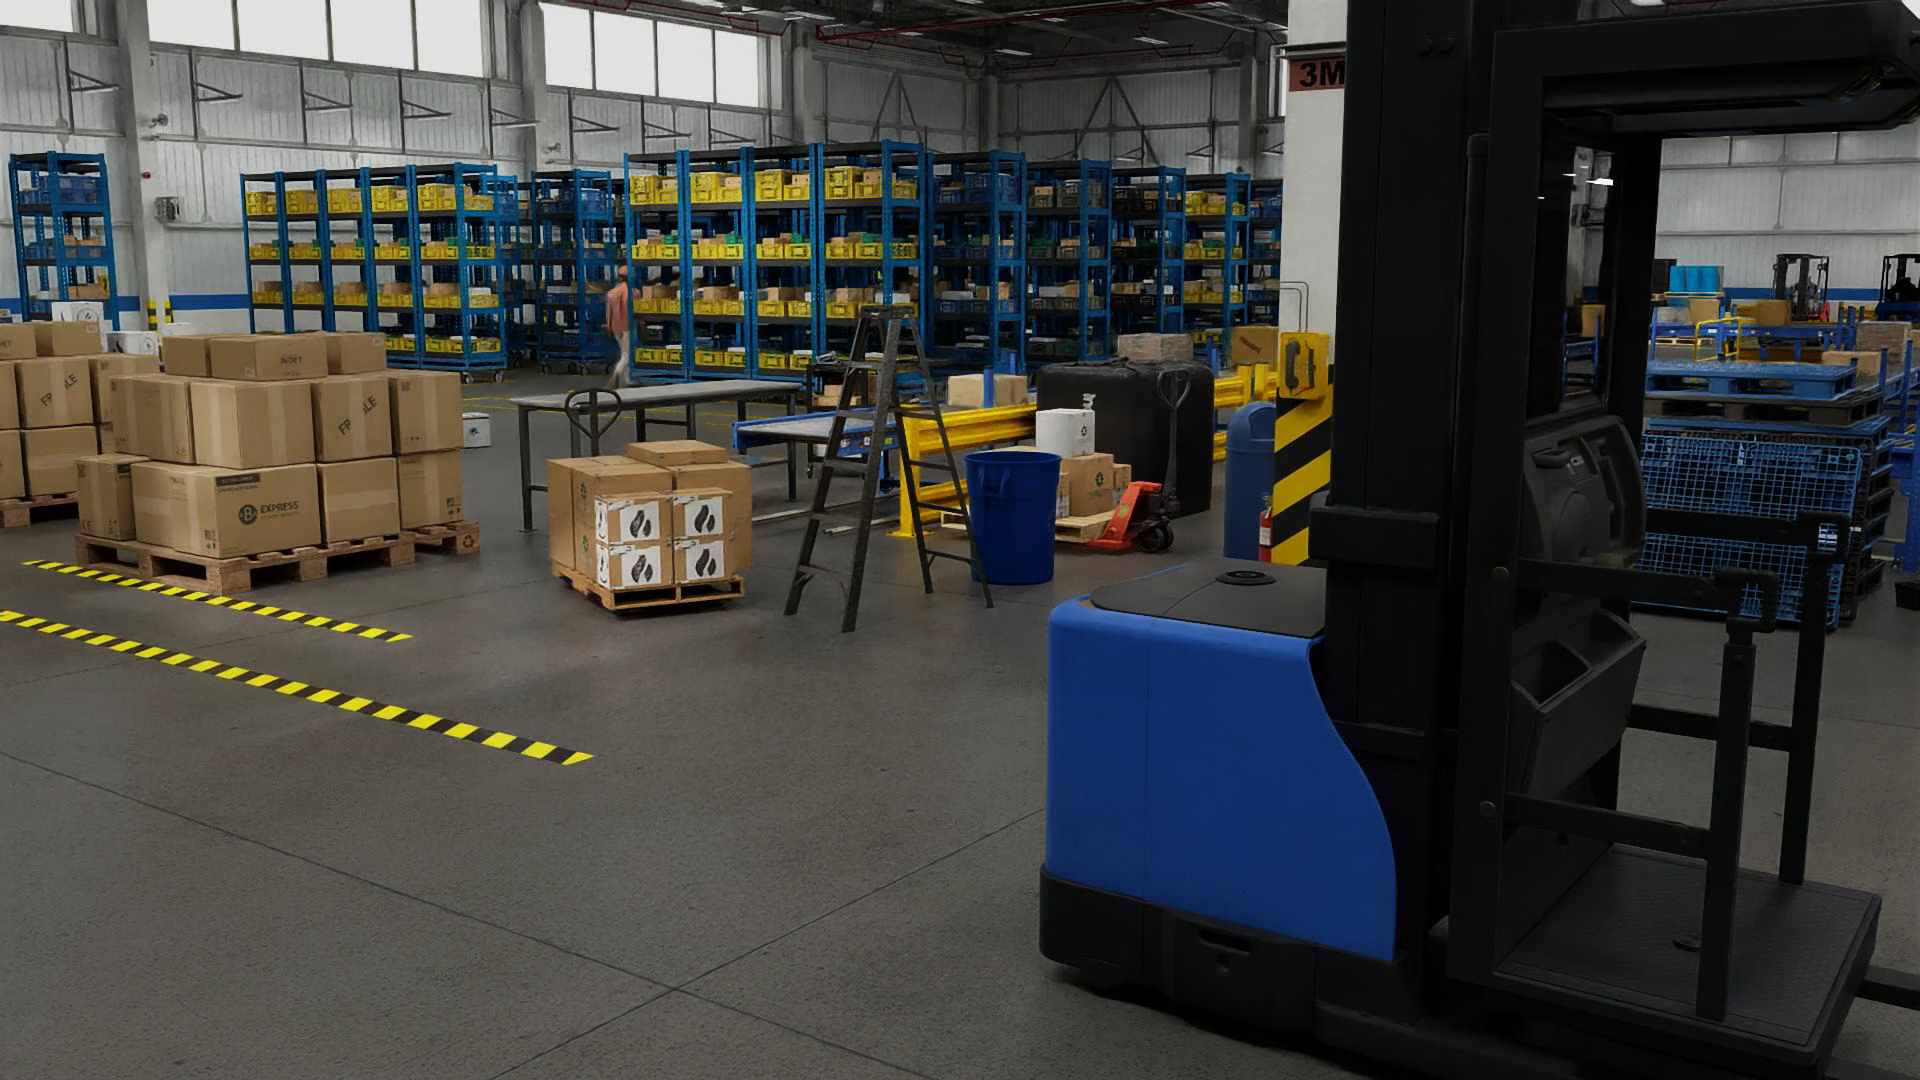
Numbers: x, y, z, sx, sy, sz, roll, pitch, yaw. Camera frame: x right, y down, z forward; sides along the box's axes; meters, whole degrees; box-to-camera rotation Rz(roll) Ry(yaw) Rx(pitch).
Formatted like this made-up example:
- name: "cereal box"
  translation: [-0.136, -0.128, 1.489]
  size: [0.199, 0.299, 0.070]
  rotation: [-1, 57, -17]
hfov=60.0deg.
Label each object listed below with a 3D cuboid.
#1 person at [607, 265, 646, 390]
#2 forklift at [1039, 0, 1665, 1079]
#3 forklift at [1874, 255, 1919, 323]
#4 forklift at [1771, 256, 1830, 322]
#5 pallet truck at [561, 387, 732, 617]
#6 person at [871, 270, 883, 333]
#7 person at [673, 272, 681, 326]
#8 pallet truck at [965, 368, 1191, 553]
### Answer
- name: "person"
  translation: [-5.249, -3.299, 25.927]
  size: [0.632, 1.964, 0.867]
  rotation: [3, 10, 20]
- name: "forklift"
  translation: [1.249, -0.137, 4.360]
  size: [1.873, 2.768, 1.129]
  rotation: [7, 12, 35]
- name: "forklift"
  translation: [22.089, -5.634, 38.796]
  size: [1.157, 1.987, 2.680]
  rotation: [6, 11, 33]
- name: "forklift"
  translation: [20.253, -5.854, 40.139]
  size: [1.157, 1.987, 2.680]
  rotation: [7, 12, 35]
- name: "pallet truck"
  translation: [-1.981, -0.274, 10.088]
  size: [0.680, 1.201, 1.601]
  rotation: [-5, 11, -28]
- name: "person"
  translation: [-1.692, -4.521, 33.582]
  size: [0.404, 1.830, 0.602]
  rotation: [1, 10, 6]
- name: "person"
  translation: [-5.738, -4.529, 33.691]
  size: [0.842, 1.816, 0.574]
  rotation: [6, 11, 31]
- name: "pallet truck"
  translation: [0.845, -0.609, 11.869]
  size: [1.630, 1.274, 0.653]
  rotation: [7, 12, 35]
